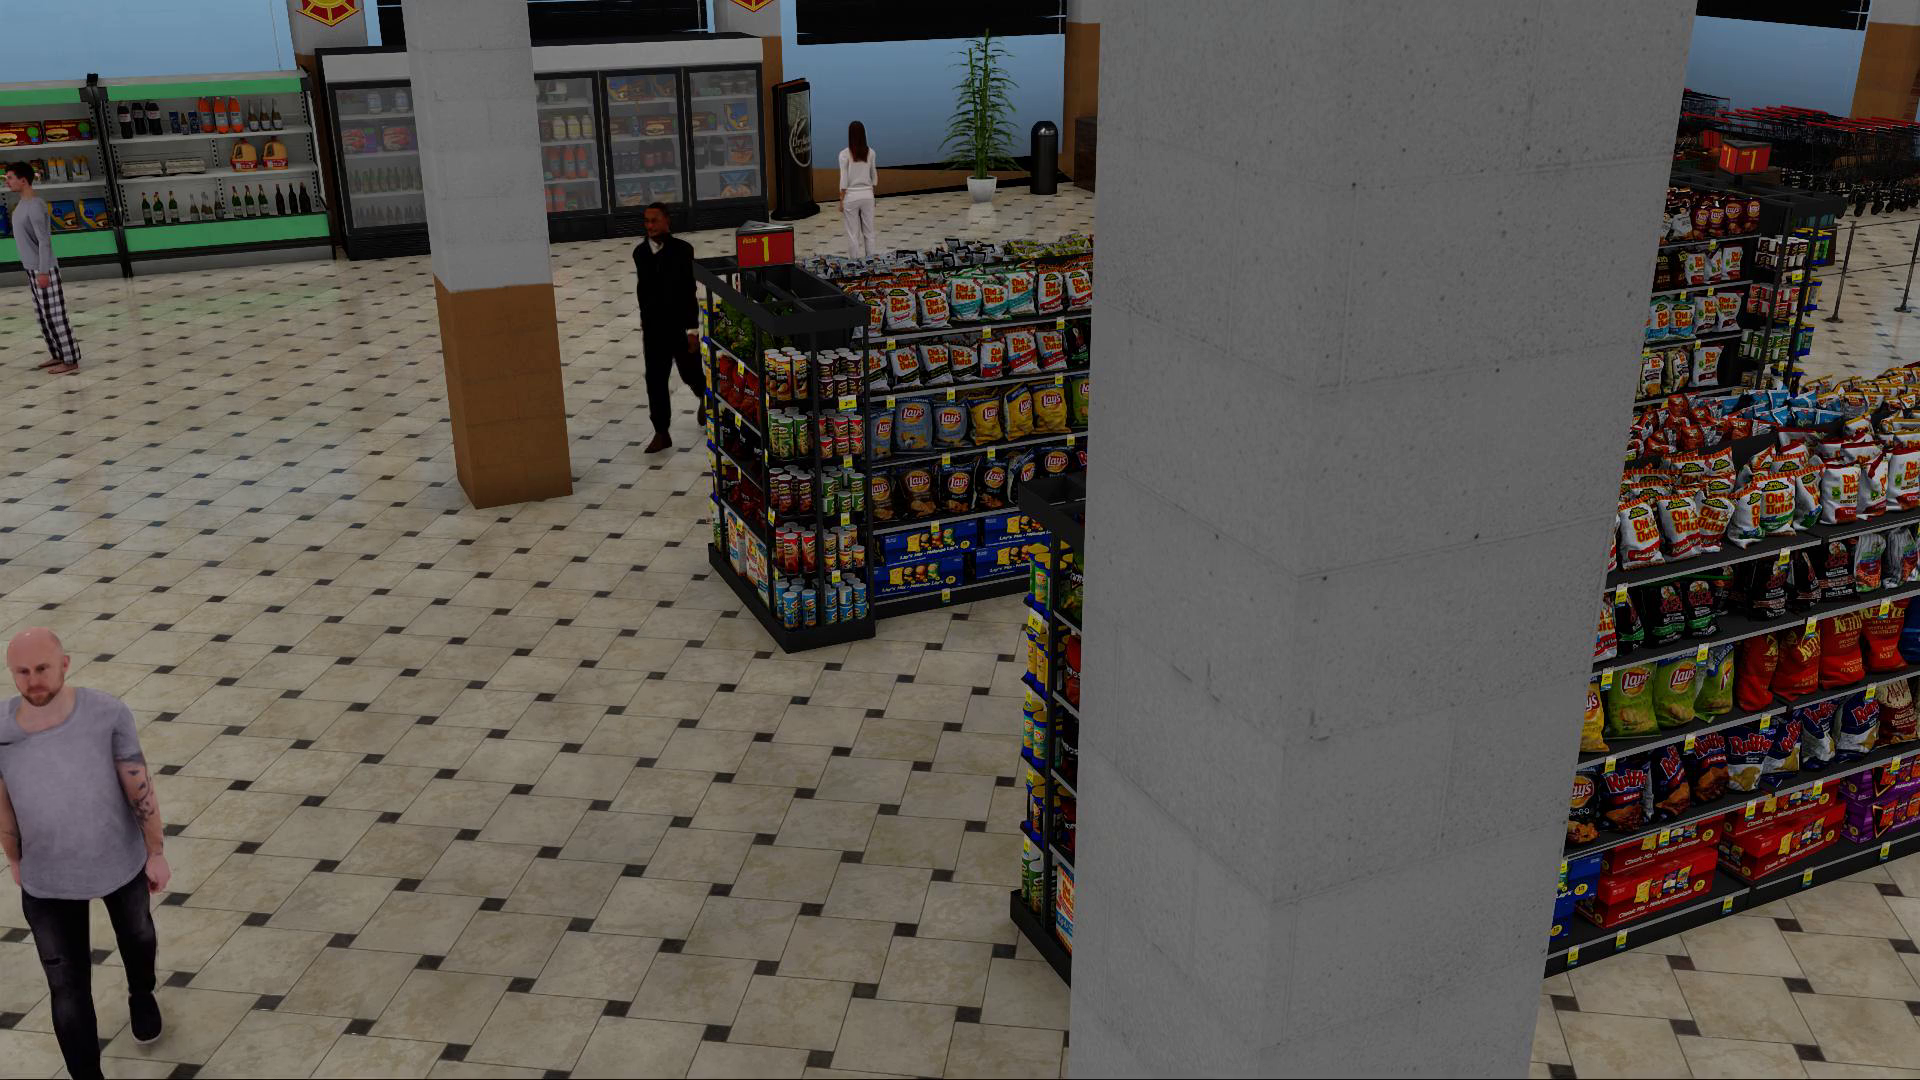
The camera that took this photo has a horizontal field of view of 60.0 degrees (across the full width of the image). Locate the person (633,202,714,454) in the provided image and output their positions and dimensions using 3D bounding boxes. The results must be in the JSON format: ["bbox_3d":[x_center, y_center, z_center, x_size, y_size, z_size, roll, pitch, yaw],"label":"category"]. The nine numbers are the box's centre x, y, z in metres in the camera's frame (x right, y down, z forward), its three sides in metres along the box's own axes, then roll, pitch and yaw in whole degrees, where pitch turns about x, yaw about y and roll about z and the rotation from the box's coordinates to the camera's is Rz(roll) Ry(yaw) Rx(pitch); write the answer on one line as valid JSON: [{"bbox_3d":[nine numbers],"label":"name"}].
[{"bbox_3d":[-2.190,-1.654,12.821,1.226,1.877,1.237,6,23,14],"label":"person"}]

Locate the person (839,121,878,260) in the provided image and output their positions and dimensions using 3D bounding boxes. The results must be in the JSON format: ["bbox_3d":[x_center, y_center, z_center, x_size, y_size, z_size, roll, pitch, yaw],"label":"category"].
[{"bbox_3d":[-1.121,-3.756,18.307,0.469,1.688,0.669,-11,25,-26],"label":"person"}]

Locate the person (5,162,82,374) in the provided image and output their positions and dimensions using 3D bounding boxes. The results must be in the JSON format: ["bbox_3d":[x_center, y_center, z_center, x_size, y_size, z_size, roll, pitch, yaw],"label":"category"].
[{"bbox_3d":[-8.159,-2.424,14.778,0.635,1.848,0.681,-19,29,-39],"label":"person"}]

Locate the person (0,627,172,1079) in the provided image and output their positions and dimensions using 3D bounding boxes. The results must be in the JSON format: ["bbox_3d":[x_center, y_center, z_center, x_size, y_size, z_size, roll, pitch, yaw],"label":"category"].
[{"bbox_3d":[-3.150,1.123,6.025,1.063,1.792,0.748,-10,24,-23],"label":"person"}]
